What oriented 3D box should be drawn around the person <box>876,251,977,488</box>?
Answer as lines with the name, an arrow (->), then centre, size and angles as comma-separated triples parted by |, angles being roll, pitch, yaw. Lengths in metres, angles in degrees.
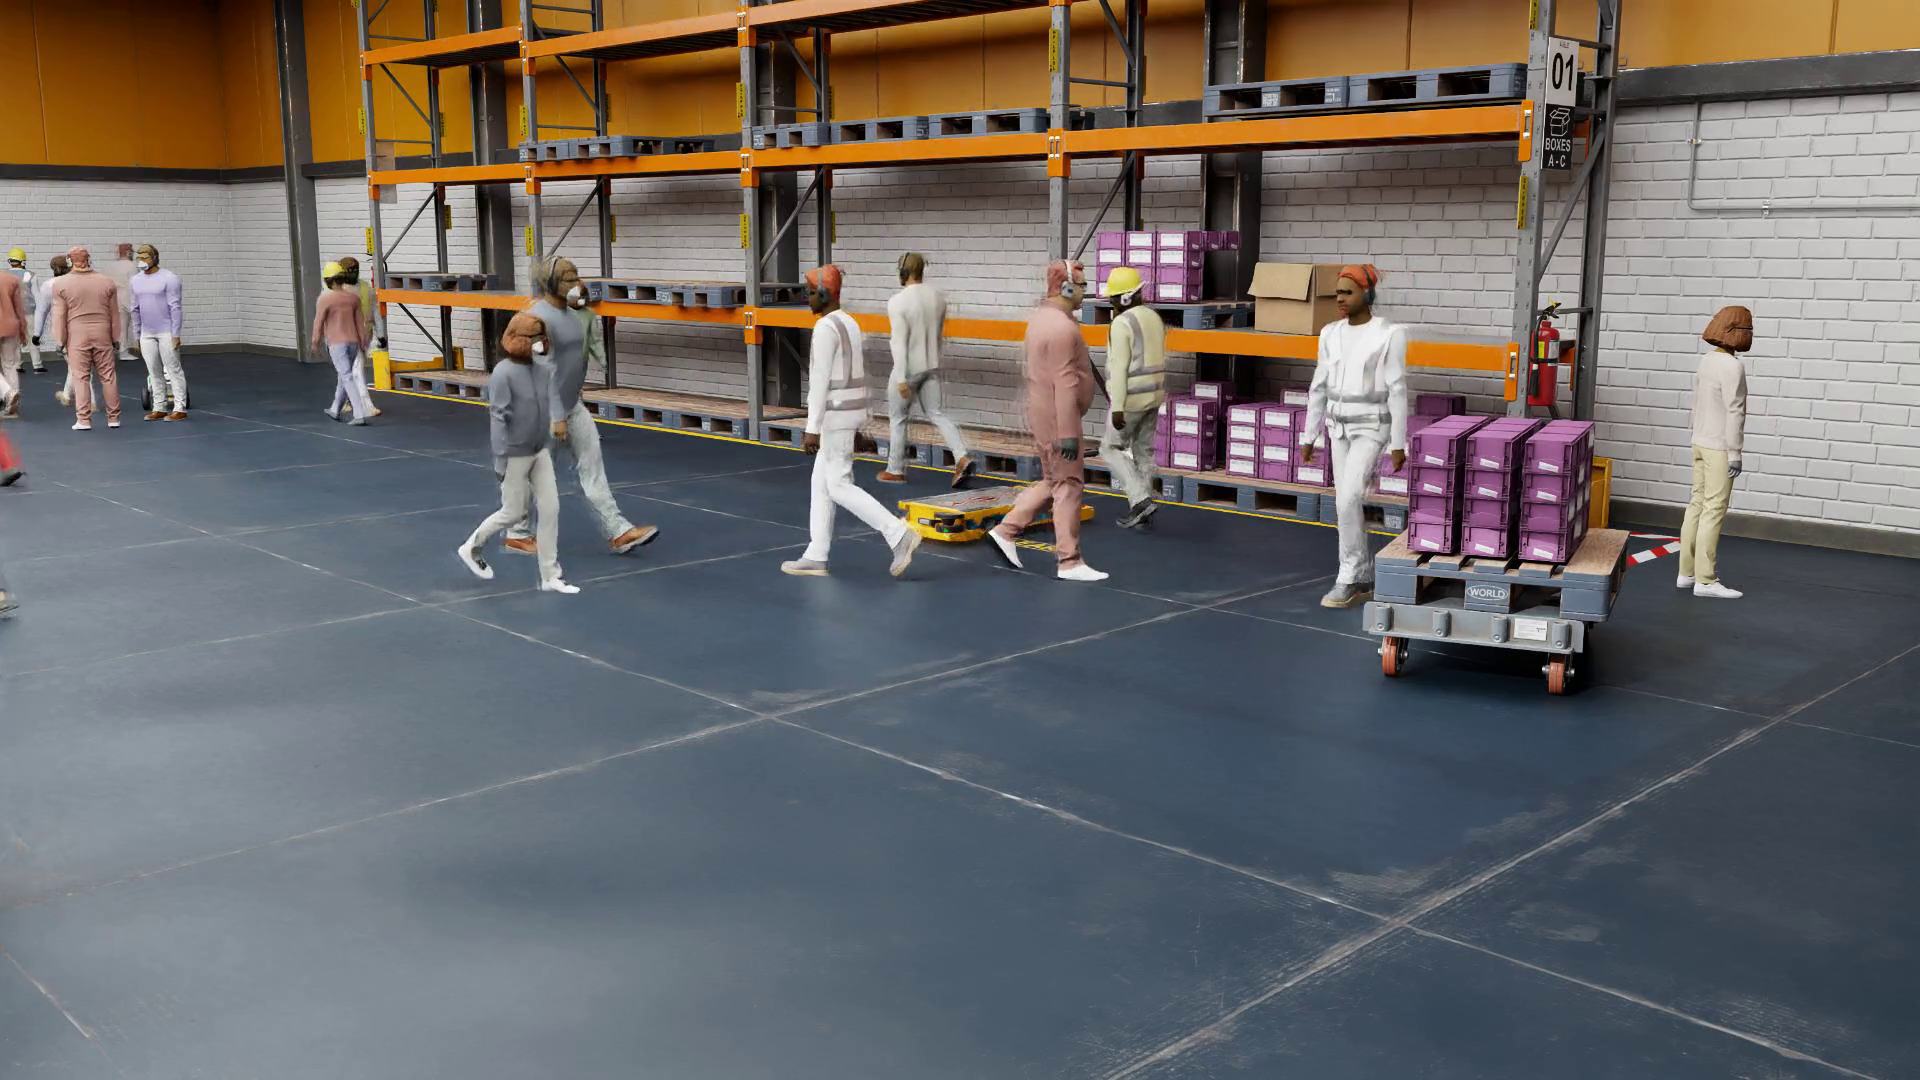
person -> -0.296, -1.357, 13.328 | 0.629, 1.913, 0.944 | -10, 14, -42

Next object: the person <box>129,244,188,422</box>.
person -> -8.719, -2.241, 18.092 | 0.622, 1.932, 0.383 | 2, 11, 13

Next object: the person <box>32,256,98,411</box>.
person -> -10.330, -2.384, 19.249 | 0.989, 1.775, 0.639 | 6, 12, 30

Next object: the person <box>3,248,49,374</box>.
person -> -13.648, -3.322, 24.226 | 0.590, 1.833, 0.404 | -1, 10, -6

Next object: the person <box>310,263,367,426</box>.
person -> -6.656, -2.084, 17.752 | 0.885, 1.721, 0.540 | 7, 12, 32

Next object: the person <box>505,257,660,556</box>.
person -> -2.446, -0.812, 10.396 | 1.032, 1.879, 0.656 | 2, 11, 12

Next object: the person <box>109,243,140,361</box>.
person -> -13.341, -3.848, 26.937 | 0.674, 1.883, 0.751 | 5, 12, 27

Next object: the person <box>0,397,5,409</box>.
person -> -11.279, -2.340, 18.768 | 0.842, 1.885, 0.635 | 1, 10, 5

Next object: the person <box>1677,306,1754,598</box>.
person -> 4.275, -0.499, 9.376 | 0.266, 1.631, 0.507 | 1, 10, 3

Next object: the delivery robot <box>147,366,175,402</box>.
delivery robot -> -9.313, -1.864, 19.505 | 0.477, 0.478, 0.707 | -4, 11, -20

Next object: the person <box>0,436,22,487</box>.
person -> -8.012, -1.271, 13.329 | 0.875, 1.730, 0.524 | 3, 11, 14

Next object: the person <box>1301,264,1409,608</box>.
person -> 2.083, -0.554, 9.045 | 0.654, 1.860, 0.600 | -7, 12, -33

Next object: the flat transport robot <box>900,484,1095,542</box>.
flat transport robot -> 0.217, -0.201, 11.467 | 1.431, 0.197, 0.652 | -10, 14, -44

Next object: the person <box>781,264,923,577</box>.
person -> -0.637, -0.682, 9.774 | 0.834, 1.862, 0.635 | 2, 11, 11

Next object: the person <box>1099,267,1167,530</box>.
person -> 1.181, -0.954, 11.383 | 0.444, 1.805, 0.630 | 9, 14, 40

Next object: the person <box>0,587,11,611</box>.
person -> -5.484, -0.431, 8.577 | 0.980, 1.799, 0.531 | -2, 11, -12

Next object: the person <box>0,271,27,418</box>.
person -> -10.526, -2.289, 18.239 | 0.590, 1.964, 0.664 | 8, 13, 36

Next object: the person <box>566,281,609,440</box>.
person -> -3.707, -1.725, 16.187 | 0.858, 1.580, 0.583 | 9, 13, 39

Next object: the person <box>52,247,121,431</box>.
person -> -9.094, -2.092, 17.332 | 0.639, 1.903, 0.407 | -10, 14, -43

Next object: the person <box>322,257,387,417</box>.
person -> -6.873, -2.300, 18.801 | 0.992, 1.792, 0.613 | 7, 13, 34

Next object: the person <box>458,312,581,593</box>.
person -> -2.534, -0.489, 9.401 | 0.687, 1.604, 0.532 | 4, 11, 21

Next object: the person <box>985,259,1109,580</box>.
person -> 0.536, -0.686, 9.711 | 0.617, 1.892, 0.663 | -1, 10, -8
